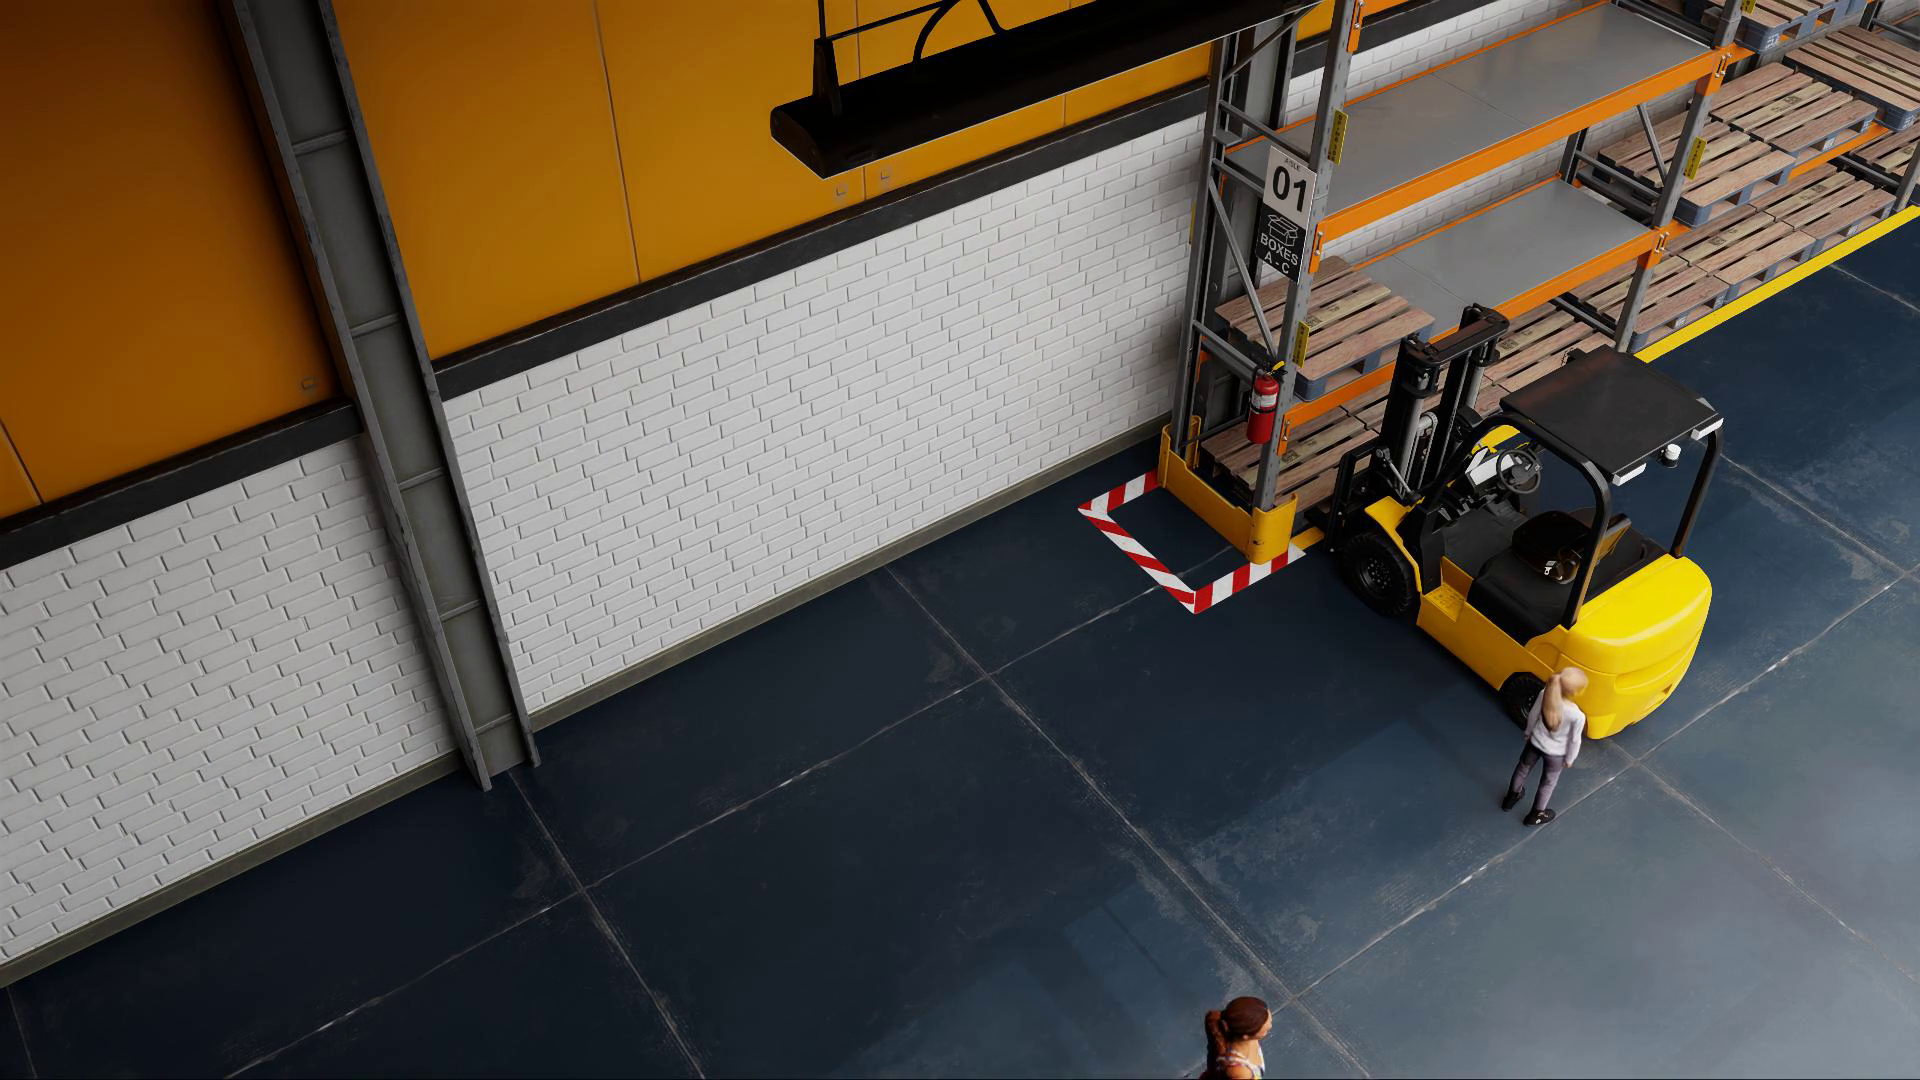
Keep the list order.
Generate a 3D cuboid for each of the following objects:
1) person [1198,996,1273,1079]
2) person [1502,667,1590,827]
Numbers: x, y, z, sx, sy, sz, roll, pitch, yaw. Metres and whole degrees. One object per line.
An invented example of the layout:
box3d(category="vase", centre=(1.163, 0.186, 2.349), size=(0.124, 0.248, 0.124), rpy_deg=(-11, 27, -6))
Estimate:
box3d(category="person", centre=(1.175, 2.747, 8.054), size=(0.896, 1.770, 0.818), rpy_deg=(4, 44, 4))
box3d(category="person", centre=(3.532, 1.232, 10.002), size=(0.490, 1.278, 0.497), rpy_deg=(-28, 50, -26))
